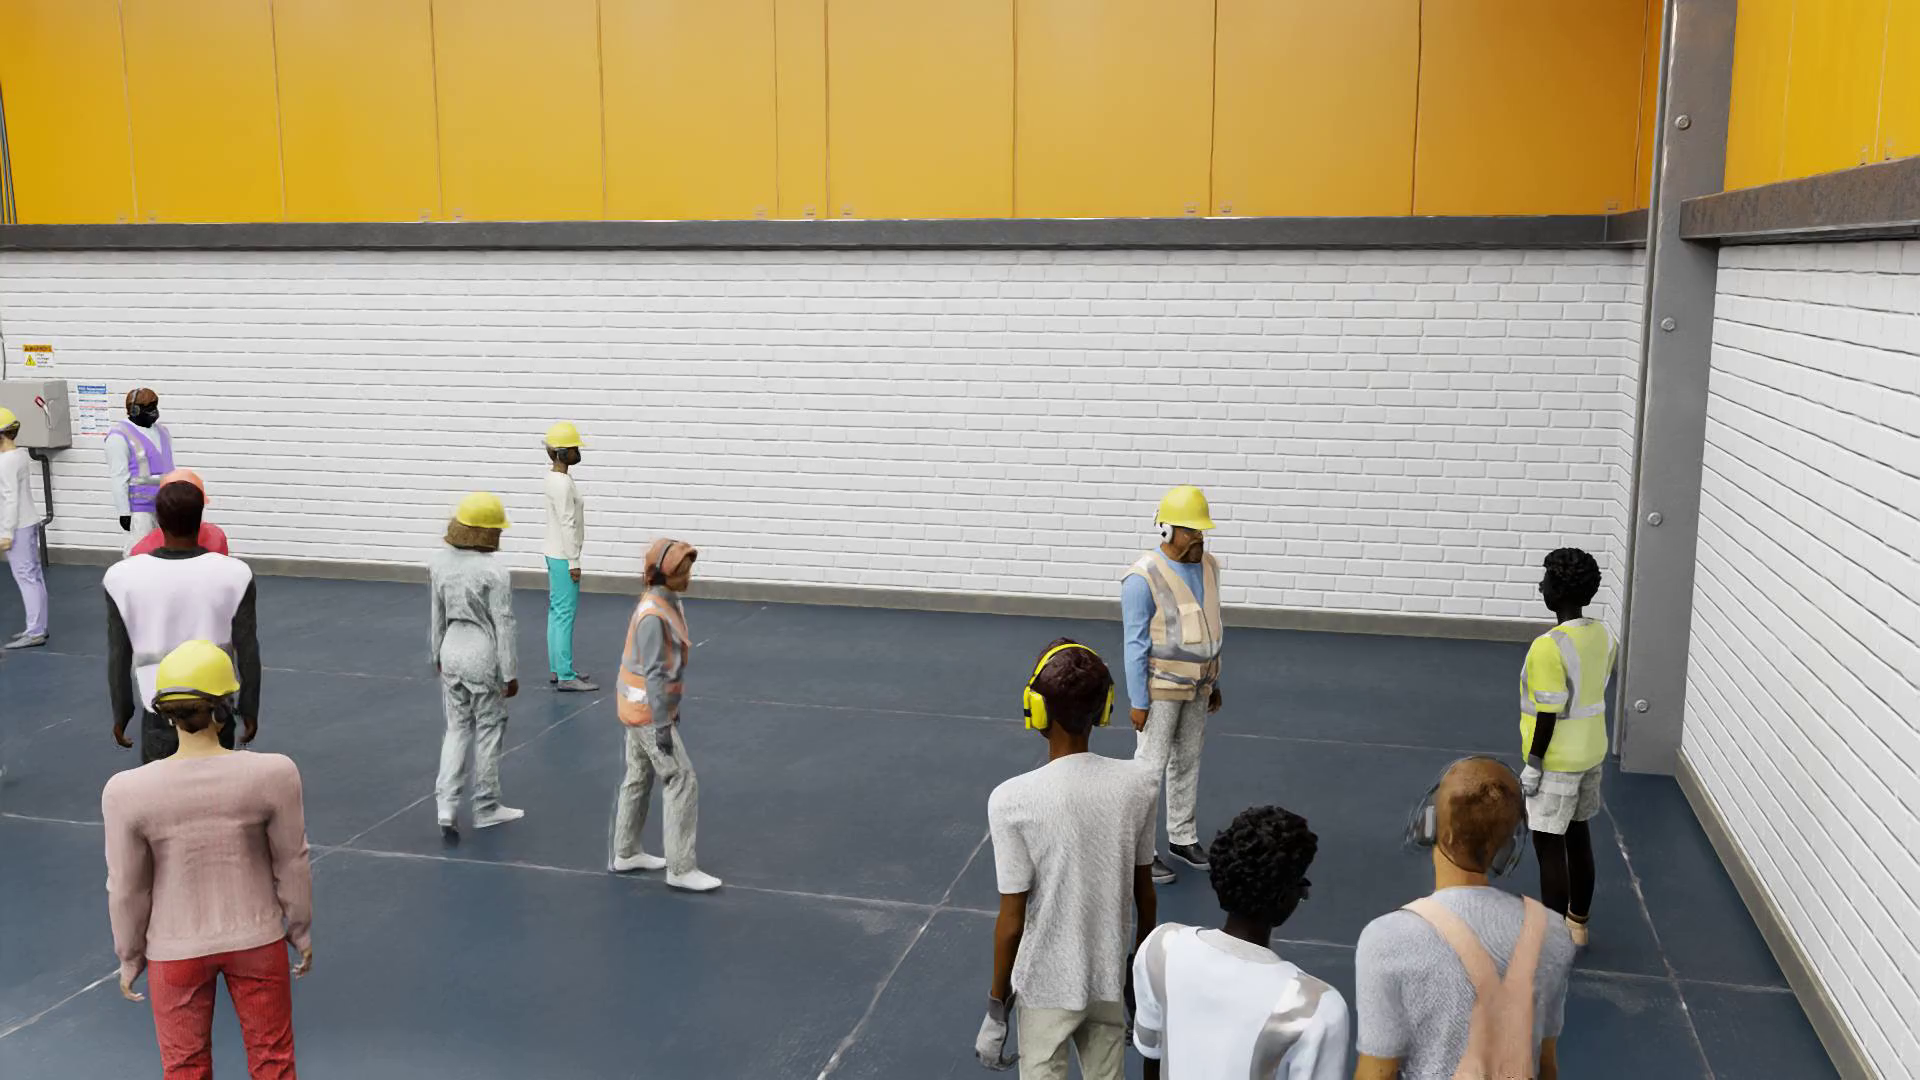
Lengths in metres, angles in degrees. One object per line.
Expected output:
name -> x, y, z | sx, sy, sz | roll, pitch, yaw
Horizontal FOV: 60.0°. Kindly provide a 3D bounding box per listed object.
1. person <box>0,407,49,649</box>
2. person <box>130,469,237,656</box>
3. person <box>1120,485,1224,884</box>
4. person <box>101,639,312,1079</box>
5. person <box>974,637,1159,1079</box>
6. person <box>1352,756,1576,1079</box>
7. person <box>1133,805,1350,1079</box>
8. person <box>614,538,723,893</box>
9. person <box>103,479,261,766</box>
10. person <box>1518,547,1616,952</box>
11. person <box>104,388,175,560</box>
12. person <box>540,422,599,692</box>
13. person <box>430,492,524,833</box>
person -> -6.891, -0.089, 12.114 | 0.330, 1.765, 0.526 | -3, 10, -17
person -> -4.040, 0.490, 8.766 | 0.350, 1.744, 0.563 | 4, 10, 23
person -> 0.985, 0.651, 7.596 | 0.586, 1.824, 0.405 | -9, 13, -42
person -> -2.132, 1.158, 4.767 | 0.528, 1.765, 0.327 | -4, 11, -25
person -> 0.282, 1.180, 4.333 | 0.535, 1.868, 0.309 | -5, 11, -28
person -> 1.003, 1.356, 3.486 | 0.597, 1.802, 0.423 | -3, 10, -20
person -> 0.599, 1.395, 3.597 | 0.542, 1.685, 0.320 | 9, 13, 42
person -> -1.323, 0.782, 7.438 | 0.567, 1.603, 0.524 | -1, 10, -6
person -> -3.269, 0.700, 7.053 | 0.597, 1.903, 0.673 | -5, 11, -27
person -> 2.406, 0.869, 6.668 | 0.315, 1.696, 0.540 | 9, 13, 44
person -> -6.330, -0.268, 12.959 | 0.430, 1.837, 0.627 | 2, 10, 12
person -> -2.582, 0.110, 10.931 | 0.305, 1.771, 0.525 | -4, 10, -22
person -> -2.396, 0.610, 8.138 | 0.564, 1.713, 0.528 | 4, 11, 24
